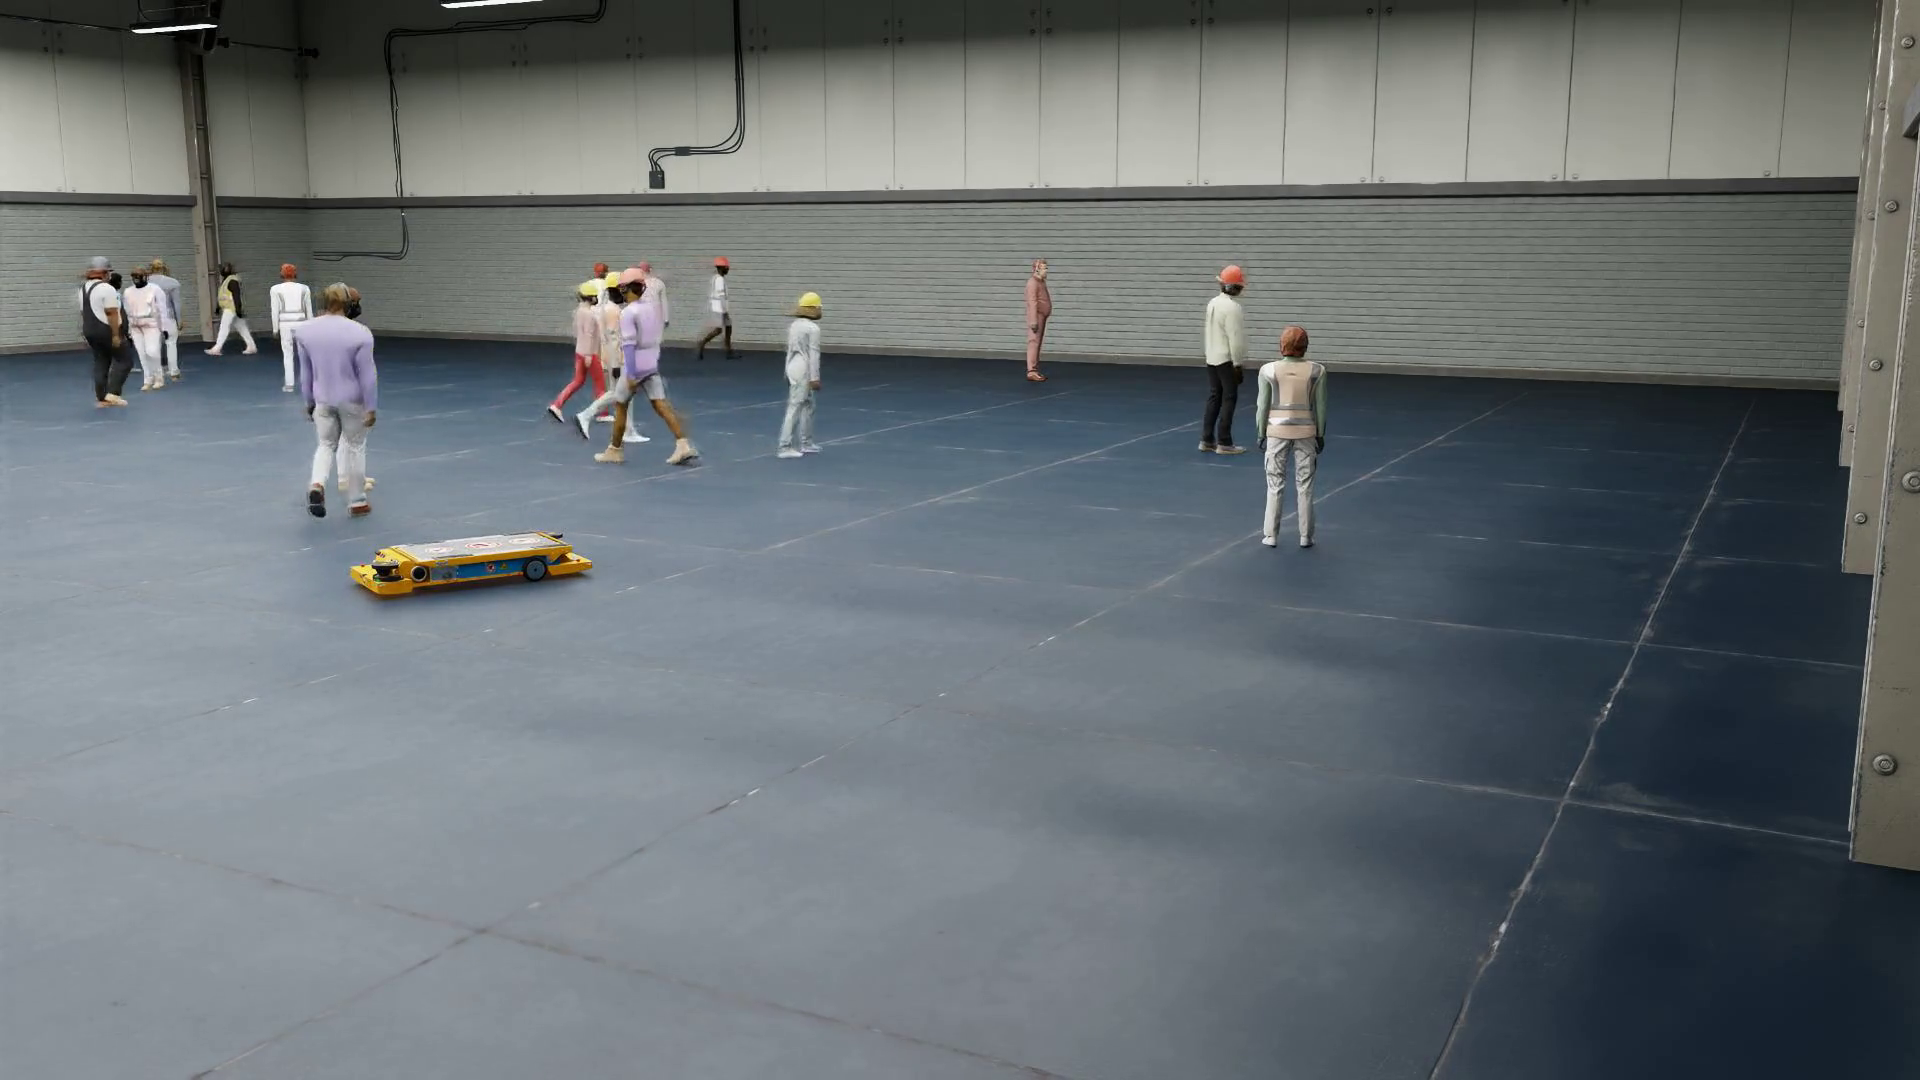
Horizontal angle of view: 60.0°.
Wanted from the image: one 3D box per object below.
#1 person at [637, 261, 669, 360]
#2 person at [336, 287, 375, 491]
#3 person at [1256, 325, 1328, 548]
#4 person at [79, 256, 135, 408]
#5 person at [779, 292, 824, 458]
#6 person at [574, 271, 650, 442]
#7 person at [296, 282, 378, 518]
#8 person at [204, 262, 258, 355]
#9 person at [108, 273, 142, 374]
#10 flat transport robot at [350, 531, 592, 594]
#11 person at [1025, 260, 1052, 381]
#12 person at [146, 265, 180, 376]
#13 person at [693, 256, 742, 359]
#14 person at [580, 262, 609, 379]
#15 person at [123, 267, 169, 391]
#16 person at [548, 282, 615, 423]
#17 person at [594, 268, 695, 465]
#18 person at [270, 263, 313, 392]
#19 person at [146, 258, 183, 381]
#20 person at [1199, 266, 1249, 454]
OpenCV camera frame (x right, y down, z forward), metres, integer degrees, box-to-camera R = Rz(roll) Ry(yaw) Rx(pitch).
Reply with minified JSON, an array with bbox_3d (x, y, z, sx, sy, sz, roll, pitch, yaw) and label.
[{"bbox_3d":[-5.108,-3.620,27.223,0.639,1.880,0.881,0,10,-2],"label":"person"},{"bbox_3d":[-5.522,-1.362,15.045,0.428,1.835,0.627,-3,11,-17],"label":"person"},{"bbox_3d":[2.435,-0.750,12.230,0.518,1.640,0.307,1,10,7],"label":"person"},{"bbox_3d":[-11.326,-2.757,22.080,0.701,2.000,0.537,6,12,30],"label":"person"},{"bbox_3d":[-1.617,-1.711,17.290,0.688,1.698,0.487,-6,12,-29],"label":"person"},{"bbox_3d":[-3.875,-2.013,18.397,0.744,1.907,0.591,-3,11,-16],"label":"person"},{"bbox_3d":[-4.989,-1.100,13.354,0.642,1.925,0.669,1,10,3],"label":"person"},{"bbox_3d":[-14.063,-4.453,32.030,0.983,1.794,0.616,-6,12,-30],"label":"person"},{"bbox_3d":[-13.940,-3.580,27.581,0.549,1.667,0.695,6,12,31],"label":"person"},{"bbox_3d":[-3.263,0.136,11.129,1.431,0.197,0.652,-7,13,-34],"label":"flat transport robot"},{"bbox_3d":[1.250,-3.470,26.331,0.399,1.908,0.643,2,11,12],"label":"person"},{"bbox_3d":[-13.076,-3.589,27.225,0.540,1.823,0.549,3,11,17],"label":"person"},{"bbox_3d":[-4.487,-4.264,30.669,0.823,1.912,0.555,-1,10,-5],"label":"person"},{"bbox_3d":[-5.815,-3.523,26.737,0.707,1.859,0.562,3,11,14],"label":"person"},{"bbox_3d":[-12.040,-3.108,24.566,0.656,1.829,0.451,1,10,7],"label":"person"},{"bbox_3d":[-4.633,-2.288,20.356,0.819,1.742,0.540,-5,12,-27],"label":"person"},{"bbox_3d":[-3.160,-1.722,16.654,1.102,1.991,0.604,4,11,23],"label":"person"},{"bbox_3d":[-9.839,-3.128,24.527,0.584,1.882,0.337,-7,13,-35],"label":"person"},{"bbox_3d":[-12.637,-3.483,26.352,0.625,1.933,0.364,-1,10,-3],"label":"person"},{"bbox_3d":[2.784,-1.882,17.545,0.399,1.980,0.648,-3,11,-16],"label":"person"}]
